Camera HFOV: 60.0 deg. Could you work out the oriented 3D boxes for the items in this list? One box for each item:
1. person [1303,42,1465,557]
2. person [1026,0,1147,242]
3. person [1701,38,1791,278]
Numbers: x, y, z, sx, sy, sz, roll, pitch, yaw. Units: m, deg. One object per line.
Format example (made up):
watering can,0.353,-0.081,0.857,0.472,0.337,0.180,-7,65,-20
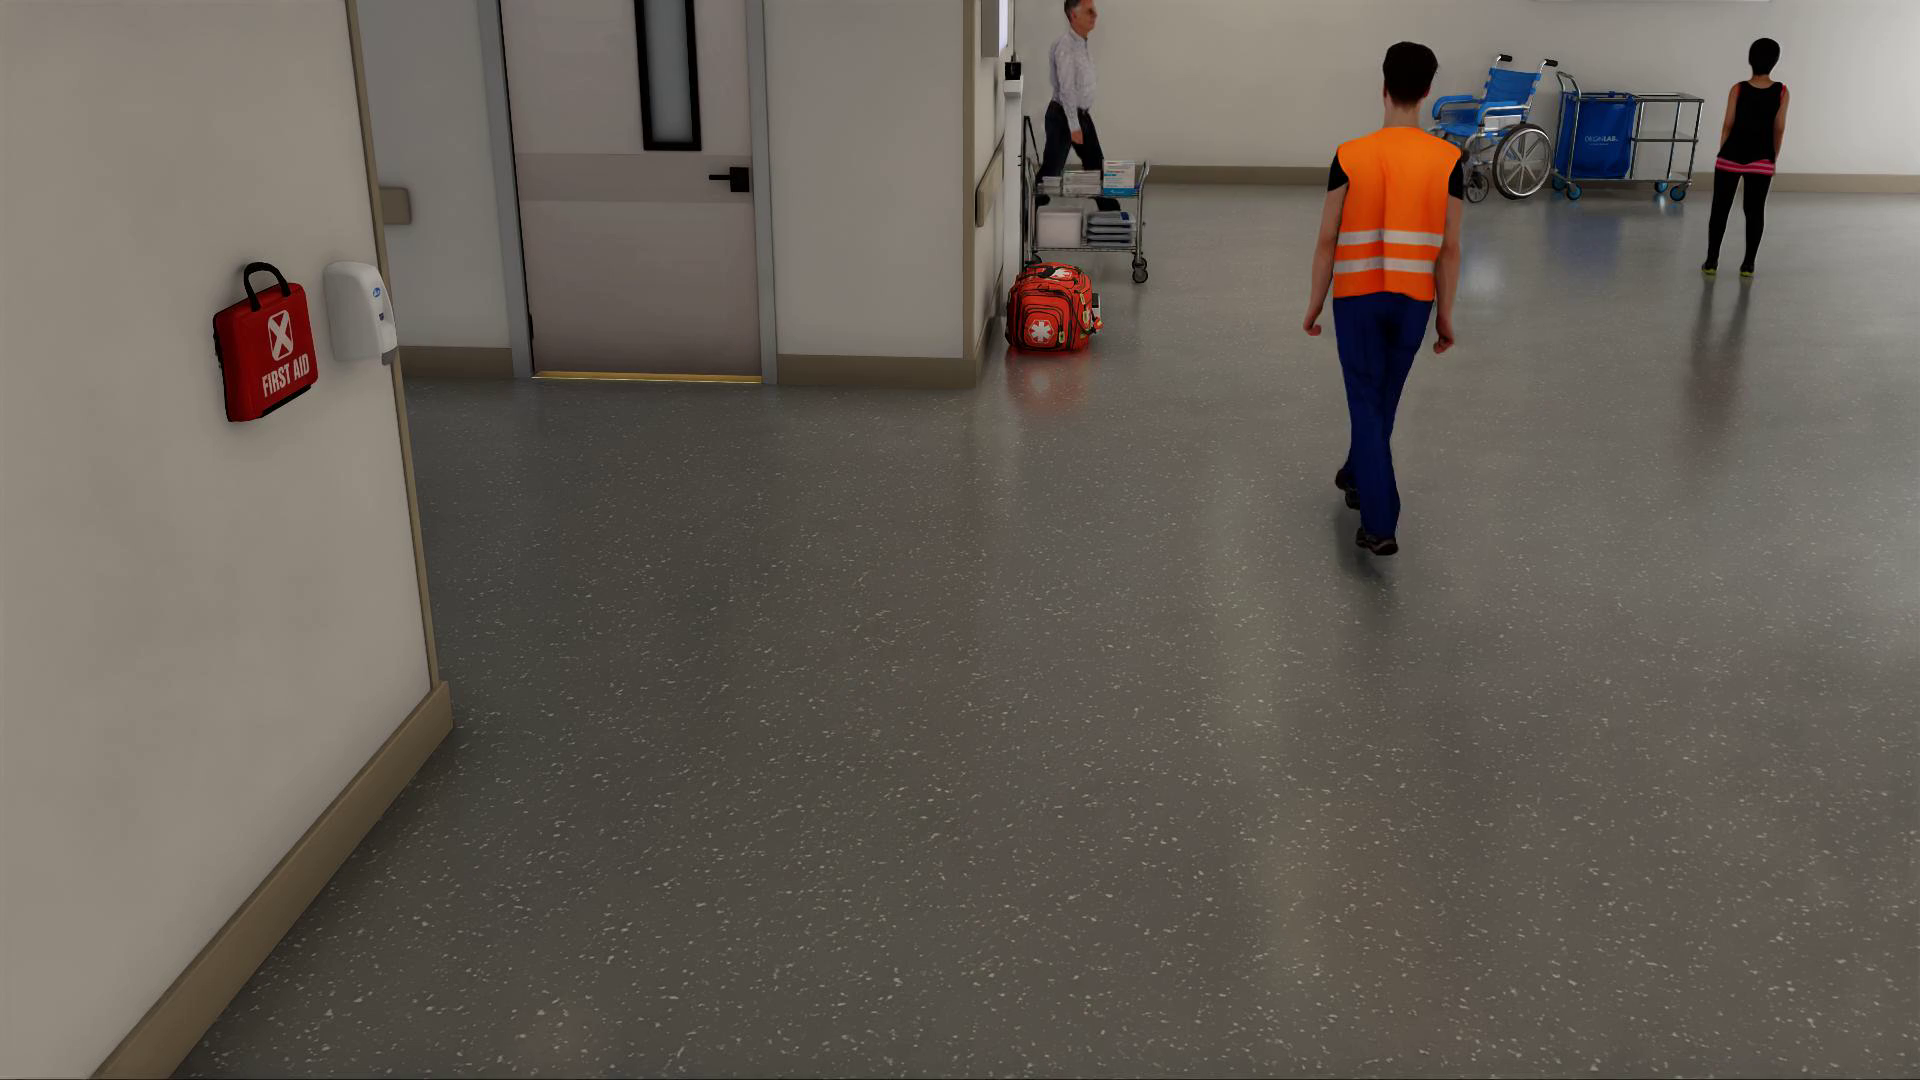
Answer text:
person,1.582,-0.836,6.175,0.769,1.842,1.192,0,21,0
person,0.708,-3.009,12.009,0.998,1.774,1.148,10,23,24
person,5.259,-2.553,11.124,0.575,1.549,0.561,6,22,15
